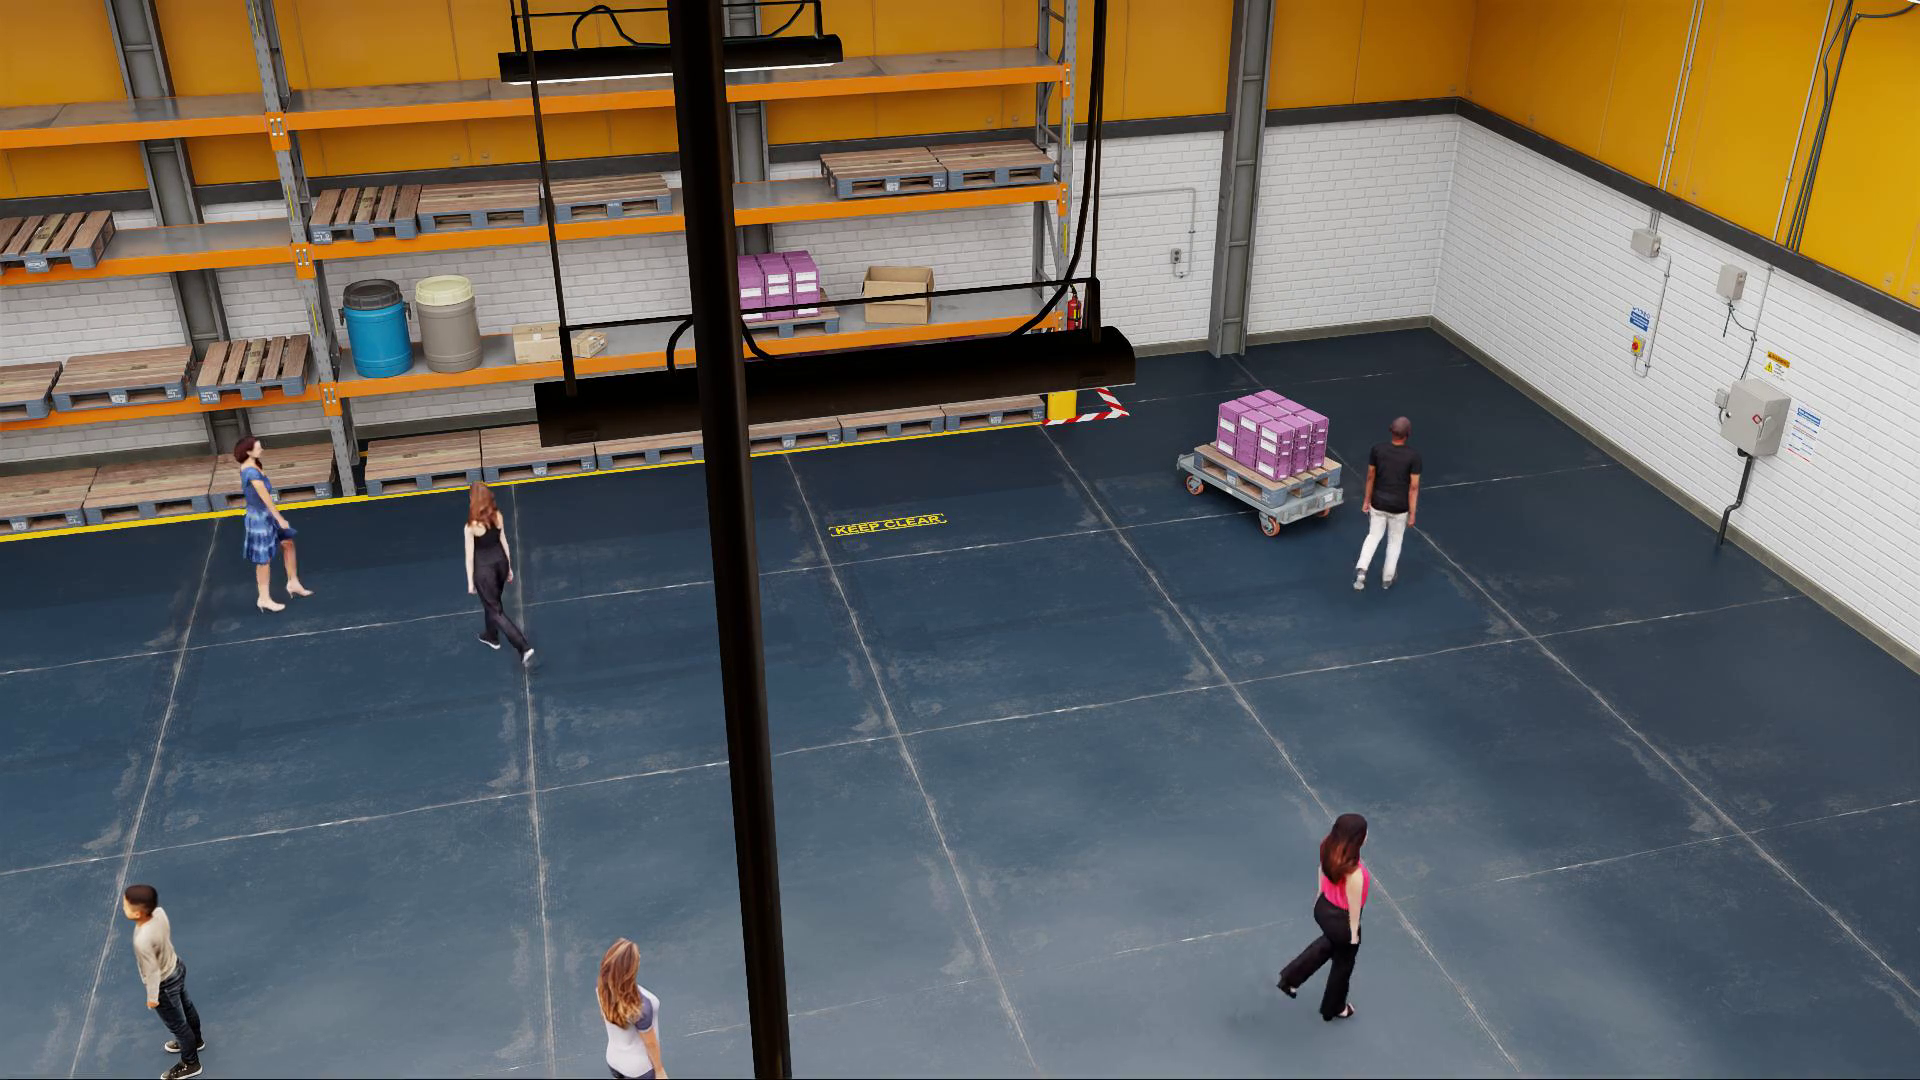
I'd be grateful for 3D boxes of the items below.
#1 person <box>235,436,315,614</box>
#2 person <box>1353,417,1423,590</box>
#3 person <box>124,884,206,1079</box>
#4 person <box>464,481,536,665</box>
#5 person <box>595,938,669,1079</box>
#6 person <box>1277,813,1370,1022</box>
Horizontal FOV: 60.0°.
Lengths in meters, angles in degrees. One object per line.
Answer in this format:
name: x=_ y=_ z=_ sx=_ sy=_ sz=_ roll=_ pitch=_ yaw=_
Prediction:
person: x=-6.490 y=-0.102 z=15.315 sx=0.818 sy=1.783 sz=0.711 roll=-13 pitch=31 yaw=-22
person: x=4.014 y=-0.285 z=15.645 sx=0.997 sy=1.789 sz=1.068 roll=17 pitch=33 yaw=28
person: x=-4.990 y=2.741 z=10.437 sx=0.497 sy=1.463 sz=0.537 roll=-7 pitch=29 yaw=-12
person: x=-4.069 y=0.315 z=14.615 sx=1.060 sy=1.721 sz=1.089 roll=21 pitch=35 yaw=33
person: x=-1.901 y=3.013 z=9.658 sx=0.684 sy=1.733 sz=0.715 roll=22 pitch=36 yaw=35
person: x=2.379 y=2.467 z=10.748 sx=0.722 sy=1.647 sz=0.573 roll=-7 pitch=29 yaw=-13
